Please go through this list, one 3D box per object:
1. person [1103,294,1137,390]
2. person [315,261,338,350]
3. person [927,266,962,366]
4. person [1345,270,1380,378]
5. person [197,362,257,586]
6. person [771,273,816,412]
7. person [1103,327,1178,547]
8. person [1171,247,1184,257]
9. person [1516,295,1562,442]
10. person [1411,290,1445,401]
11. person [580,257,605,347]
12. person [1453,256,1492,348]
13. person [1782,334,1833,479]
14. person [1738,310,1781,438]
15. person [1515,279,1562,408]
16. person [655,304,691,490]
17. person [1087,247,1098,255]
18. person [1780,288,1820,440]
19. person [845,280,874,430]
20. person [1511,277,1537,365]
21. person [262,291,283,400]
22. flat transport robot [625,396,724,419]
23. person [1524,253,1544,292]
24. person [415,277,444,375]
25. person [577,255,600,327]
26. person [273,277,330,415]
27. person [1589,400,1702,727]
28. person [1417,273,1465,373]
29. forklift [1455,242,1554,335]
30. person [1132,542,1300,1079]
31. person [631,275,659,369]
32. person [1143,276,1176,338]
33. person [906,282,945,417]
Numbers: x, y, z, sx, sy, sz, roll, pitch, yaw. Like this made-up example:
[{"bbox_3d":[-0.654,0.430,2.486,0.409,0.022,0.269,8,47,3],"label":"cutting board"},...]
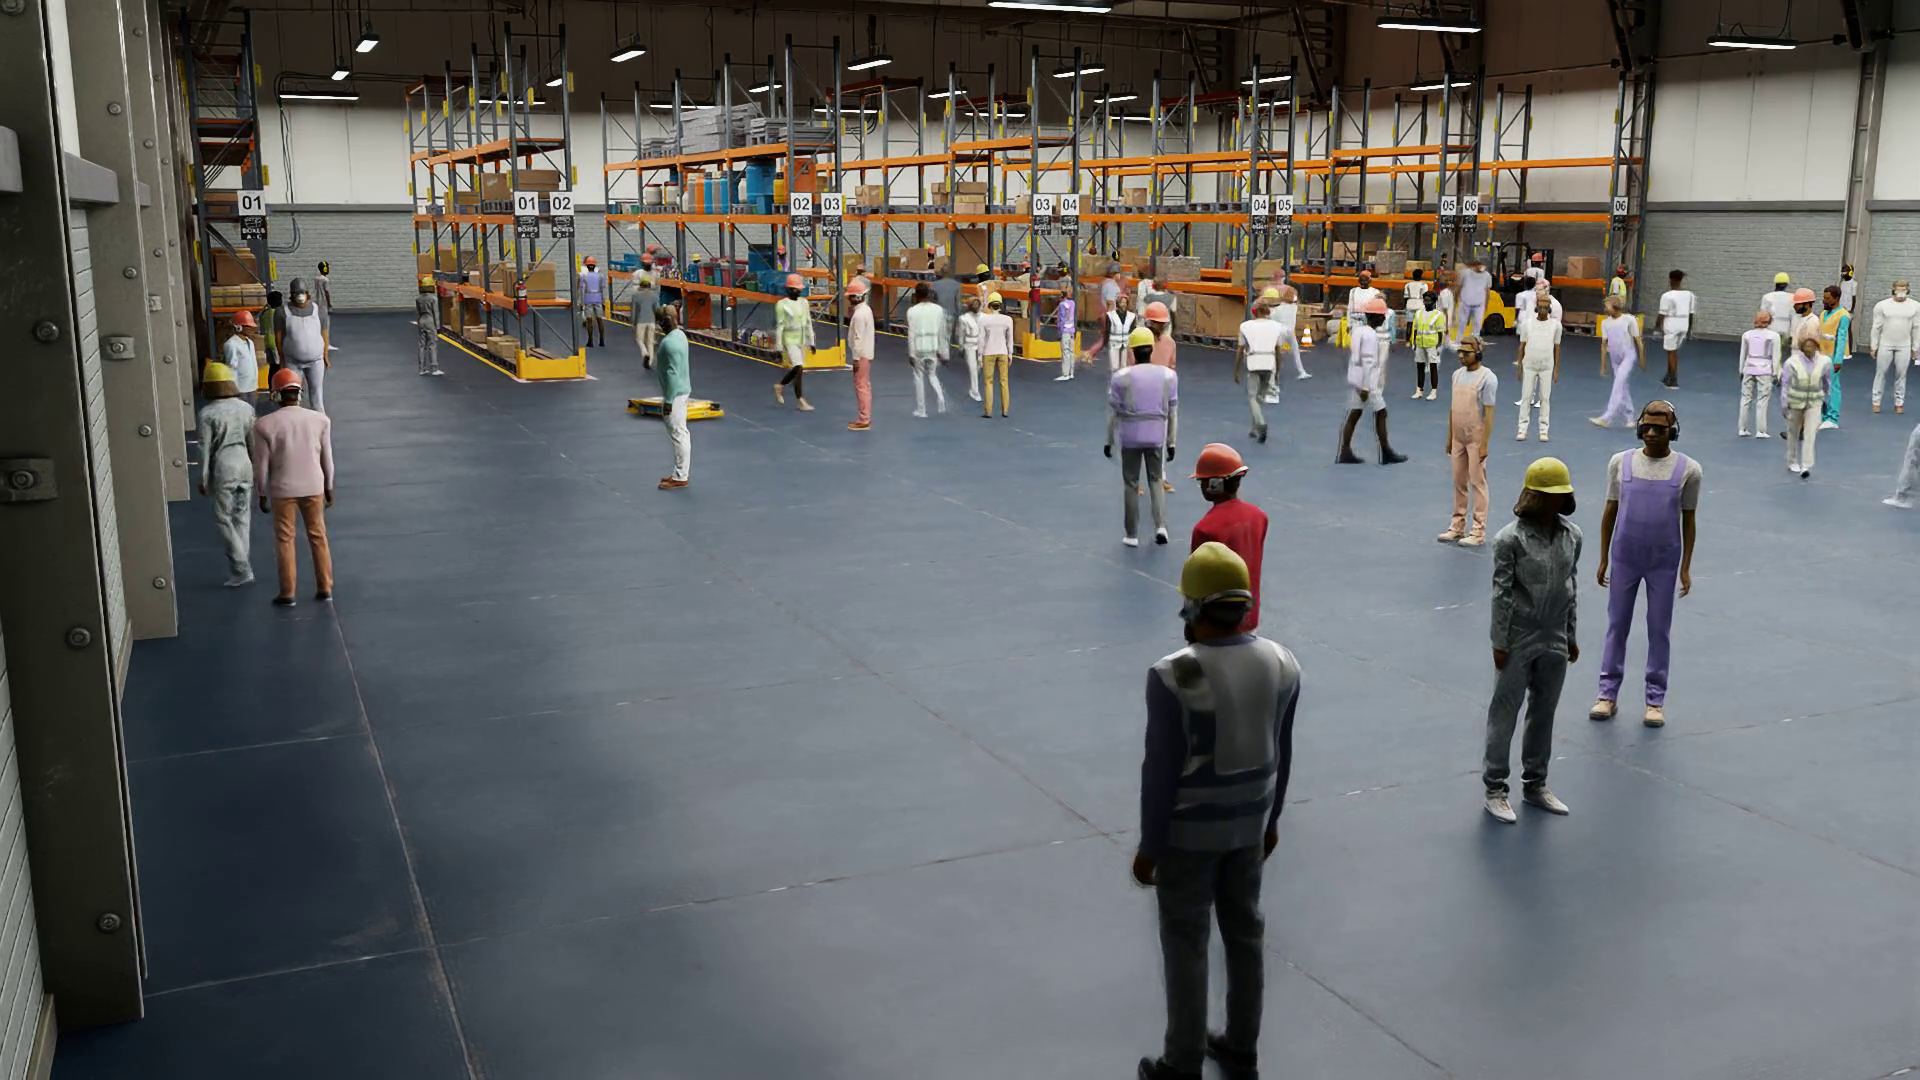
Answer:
[{"bbox_3d":[2.483,-2.973,25.679,0.545,1.621,0.395,-3,12,-16],"label":"person"},{"bbox_3d":[-13.406,-4.933,35.081,0.507,1.861,0.327,10,15,41],"label":"person"},{"bbox_3d":[-0.294,-4.261,31.644,0.649,1.882,1.055,-2,11,-10],"label":"person"},{"bbox_3d":[7.002,-3.740,28.937,0.575,1.885,0.355,7,13,31],"label":"person"},{"bbox_3d":[-5.653,-0.503,12.881,0.452,1.733,0.498,7,13,30],"label":"person"},{"bbox_3d":[-2.482,-2.888,24.313,0.897,2.008,0.658,9,14,38],"label":"person"},{"bbox_3d":[1.554,-0.875,14.308,0.596,1.911,0.439,-3,11,-13],"label":"person"},{"bbox_3d":[6.639,-8.068,51.081,0.429,1.836,0.632,-10,15,-40],"label":"person"},{"bbox_3d":[7.306,-2.161,21.012,0.508,1.847,0.345,4,12,19],"label":"person"},{"bbox_3d":[7.221,-2.999,25.671,0.319,1.694,0.533,-10,15,-40],"label":"person"},{"bbox_3d":[-7.931,-5.135,35.890,0.550,1.935,0.376,-6,12,-26],"label":"person"},{"bbox_3d":[10.783,-5.055,35.221,0.852,2.000,0.535,3,12,15],"label":"person"},{"bbox_3d":[9.252,-1.474,18.195,0.513,1.566,0.898,4,12,18],"label":"person"},{"bbox_3d":[10.249,-2.123,21.360,0.320,1.638,0.516,-8,14,-35],"label":"person"},{"bbox_3d":[8.604,-2.925,24.747,0.410,1.905,0.641,-6,12,-26],"label":"person"},{"bbox_3d":[-3.002,-1.494,17.395,0.372,1.937,0.627,0,11,-2],"label":"person"},{"bbox_3d":[4.262,-8.730,54.590,0.407,1.781,0.676,-5,12,-26],"label":"person"},{"bbox_3d":[10.720,-2.239,21.221,0.391,1.926,0.546,3,11,14],"label":"person"},{"bbox_3d":[-1.330,-2.461,22.163,0.389,1.990,0.620,1,11,6],"label":"person"},{"bbox_3d":[10.786,-4.156,31.623,0.642,1.676,0.417,-2,11,-10],"label":"person"},{"bbox_3d":[-10.485,-2.971,25.528,0.535,1.691,0.317,10,15,42],"label":"person"},{"bbox_3d":[-4.077,-1.896,23.679,1.431,0.197,0.652,10,15,41],"label":"flat transport robot"},{"bbox_3d":[13.419,-5.717,38.847,0.360,1.939,0.543,-7,13,-30],"label":"person"},{"bbox_3d":[-9.499,-3.827,29.769,0.483,1.734,0.343,5,12,22],"label":"person"},{"bbox_3d":[-9.301,-6.229,41.742,0.581,1.820,0.507,-1,11,-6],"label":"person"},{"bbox_3d":[-8.645,-2.438,21.923,0.673,2.000,0.536,-7,13,-30],"label":"person"},{"bbox_3d":[3.861,0.129,9.371,0.507,1.847,0.343,6,13,29],"label":"person"},{"bbox_3d":[8.756,-3.885,29.880,0.895,1.821,0.507,6,13,28],"label":"person"},{"bbox_3d":[13.047,-6.049,39.881,2.313,2.155,1.214,-5,12,-23],"label":"forklift"},{"bbox_3d":[0.814,0.913,5.429,0.601,1.830,0.404,-6,13,-29],"label":"person"},{"bbox_3d":[-5.758,-3.986,30.528,0.535,1.748,0.531,-5,12,-22],"label":"person"},{"bbox_3d":[3.411,-3.600,28.433,0.573,1.808,0.928,2,11,8],"label":"person"},{"bbox_3d":[-0.473,-2.668,23.434,0.611,1.904,0.540,-6,13,-30],"label":"person"}]
